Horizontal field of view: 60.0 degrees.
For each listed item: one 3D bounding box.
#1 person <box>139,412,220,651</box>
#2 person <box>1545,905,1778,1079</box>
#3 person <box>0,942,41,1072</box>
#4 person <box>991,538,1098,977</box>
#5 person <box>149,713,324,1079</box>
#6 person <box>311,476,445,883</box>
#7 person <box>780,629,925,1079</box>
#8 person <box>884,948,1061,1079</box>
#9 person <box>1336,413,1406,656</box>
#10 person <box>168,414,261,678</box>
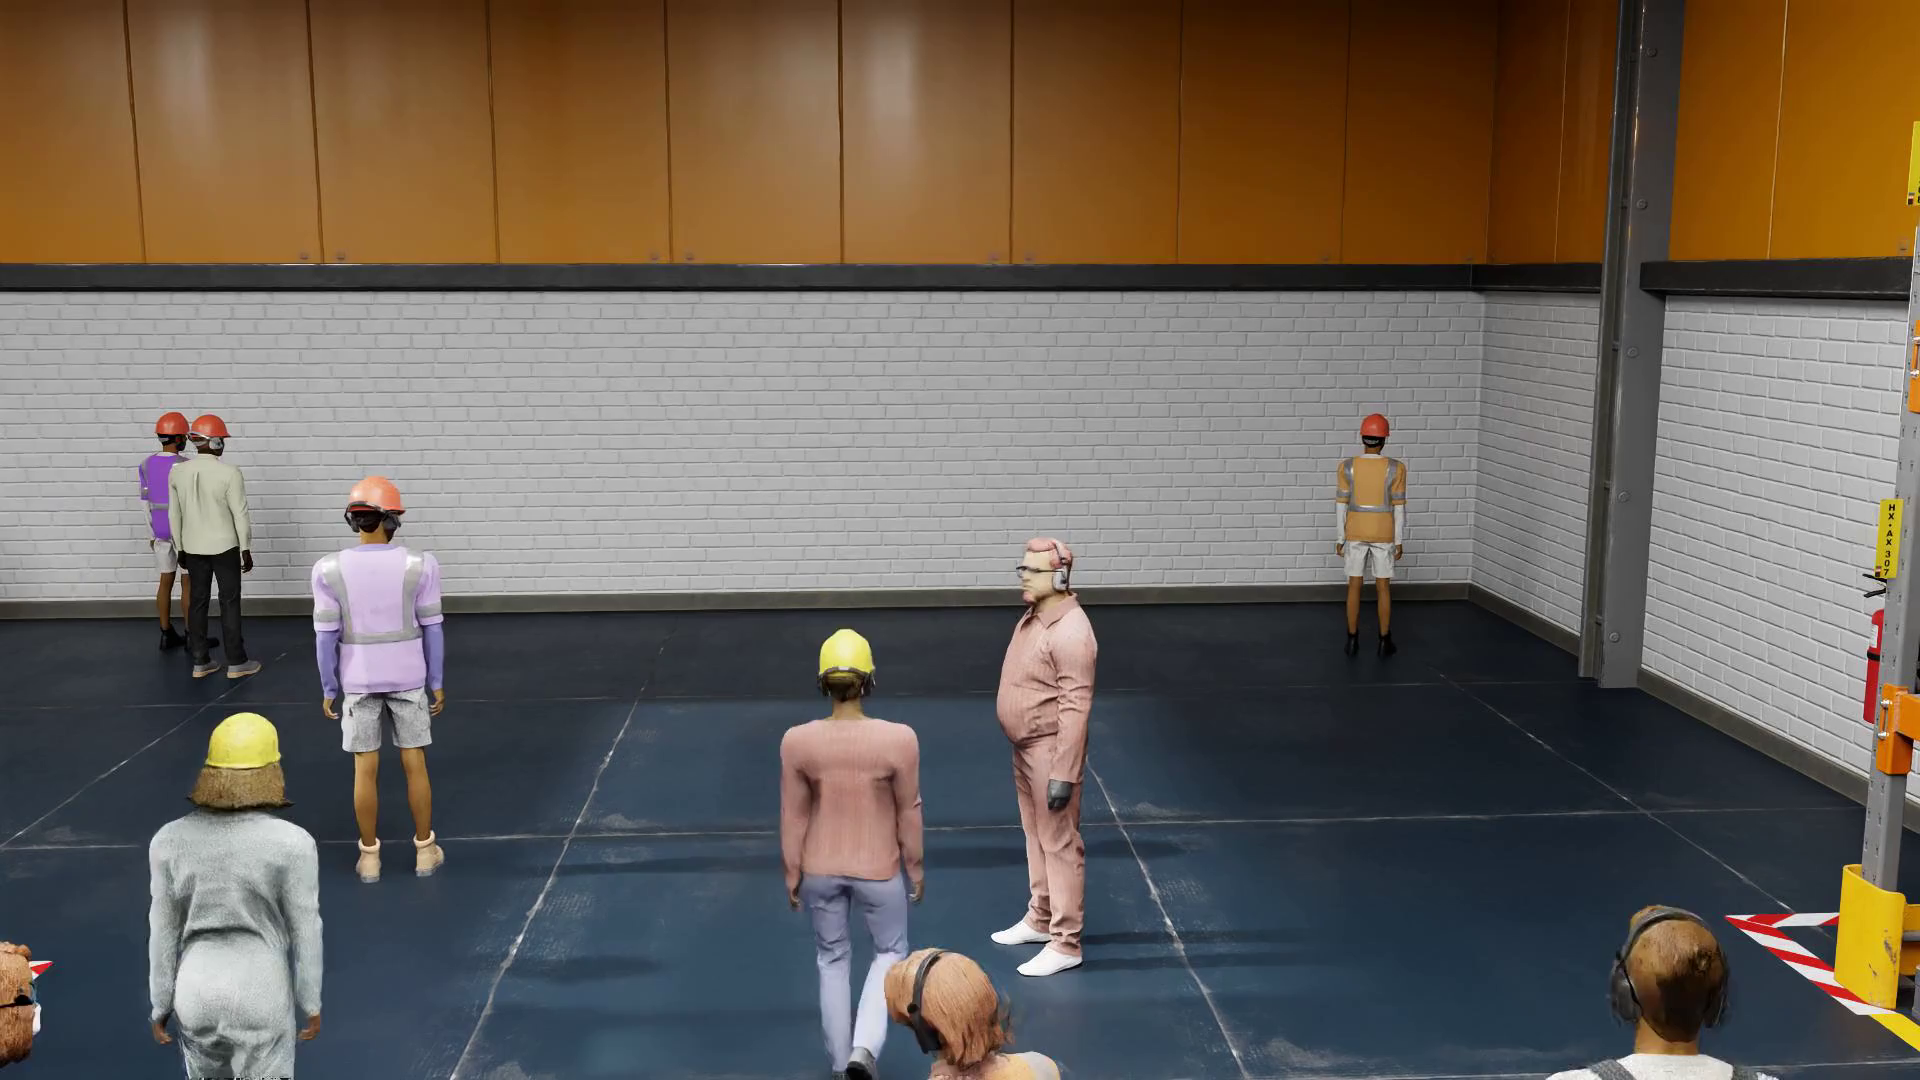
[{"bbox_3d":[-6.323,-0.067,13.461,0.553,1.935,0.362,3,10,18],"label":"person"},{"bbox_3d":[1.353,1.614,3.384,0.528,1.823,0.780,0,9,-3],"label":"person"},{"bbox_3d":[-2.134,1.656,3.660,0.585,1.605,0.569,-7,11,-38],"label":"person"},{"bbox_3d":[0.360,0.932,7.279,0.407,1.910,0.641,-2,9,-15],"label":"person"},{"bbox_3d":[-2.178,1.386,5.041,0.503,1.716,0.461,0,9,-3],"label":"person"},{"bbox_3d":[-2.899,0.698,8.349,0.609,2.036,0.403,-2,9,-15],"label":"person"},{"bbox_3d":[-0.401,1.203,6.039,0.539,1.751,0.486,1,9,9],"label":"person"},{"bbox_3d":[0.088,1.679,3.526,0.526,1.612,0.671,-6,11,-35],"label":"person"},{"bbox_3d":[3.278,-0.041,13.291,0.546,1.939,0.375,4,10,21],"label":"person"},{"bbox_3d":[-5.633,0.048,12.564,0.619,1.990,0.395,1,9,8],"label":"person"}]
